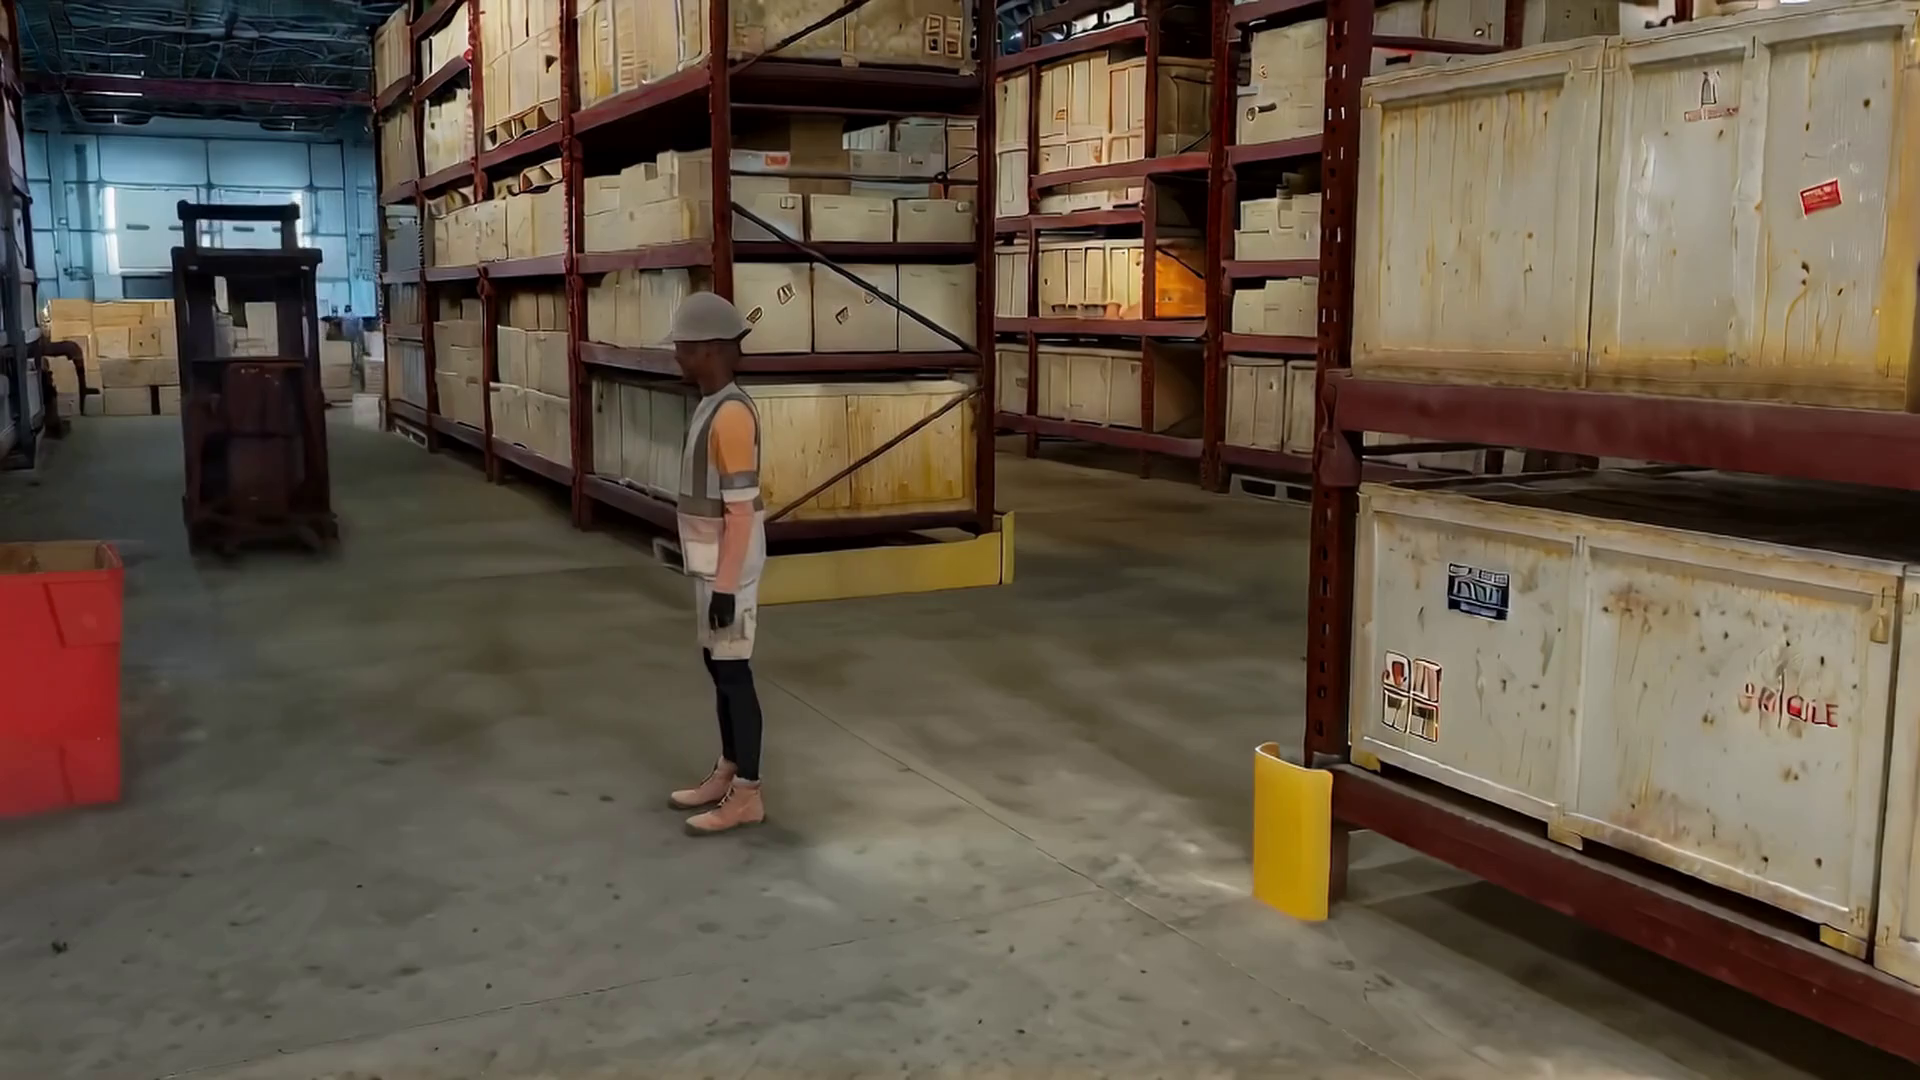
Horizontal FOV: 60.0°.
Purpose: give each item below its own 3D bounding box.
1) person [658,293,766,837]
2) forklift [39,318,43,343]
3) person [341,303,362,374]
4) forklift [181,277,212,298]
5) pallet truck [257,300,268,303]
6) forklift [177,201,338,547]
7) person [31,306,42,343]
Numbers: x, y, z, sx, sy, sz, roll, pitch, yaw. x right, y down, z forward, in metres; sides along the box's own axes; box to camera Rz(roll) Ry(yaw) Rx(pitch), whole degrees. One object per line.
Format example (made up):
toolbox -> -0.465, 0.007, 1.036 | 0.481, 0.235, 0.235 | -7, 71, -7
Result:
person -> -0.931, 0.094, 6.312 | 0.377, 2.044, 0.608 | -3, 9, -17
forklift -> -30.579, -7.277, 54.267 | 1.129, 2.768, 1.873 | -4, 9, -26
person -> -16.389, -5.387, 44.618 | 1.020, 1.886, 0.654 | 5, 10, 31
forklift -> -23.551, -6.867, 51.438 | 1.873, 2.768, 1.129 | 6, 10, 37
pallet truck -> -23.913, -7.404, 58.171 | 1.885, 1.965, 0.823 | -1, 8, -9
forklift -> -6.067, -1.462, 14.172 | 1.129, 2.768, 1.873 | -4, 9, -26
person -> -24.396, -5.307, 43.995 | 0.782, 1.907, 0.586 | -6, 10, -36
